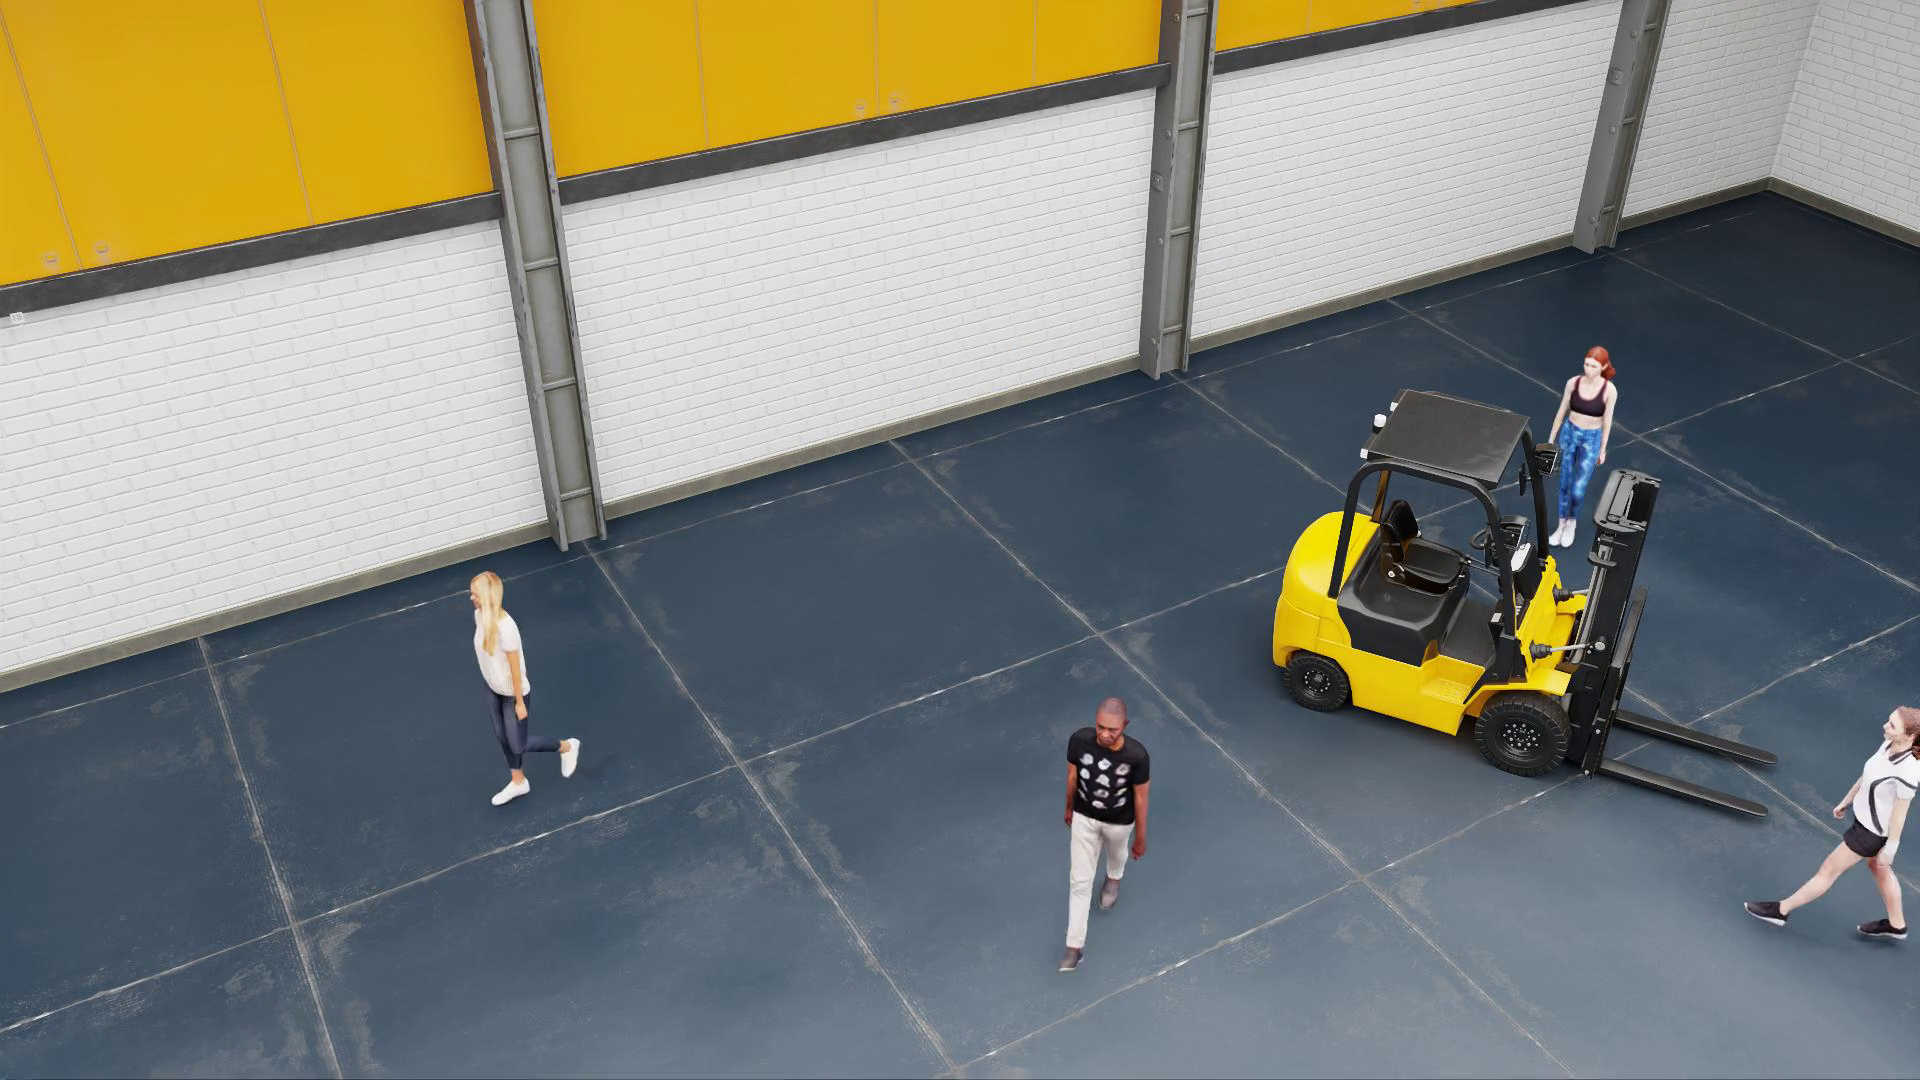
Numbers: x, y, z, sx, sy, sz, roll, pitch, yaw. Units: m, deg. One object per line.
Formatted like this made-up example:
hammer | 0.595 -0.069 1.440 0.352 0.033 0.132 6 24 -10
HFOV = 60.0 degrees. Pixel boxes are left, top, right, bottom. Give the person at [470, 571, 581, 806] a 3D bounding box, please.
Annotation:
person | -2.861 0.946 10.829 0.920 1.800 0.723 -27 42 -34

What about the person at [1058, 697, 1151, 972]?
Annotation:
person | 0.886 1.611 9.877 1.202 1.748 1.284 9 35 14

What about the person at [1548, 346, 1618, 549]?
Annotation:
person | 5.030 -0.776 13.440 0.713 1.780 0.761 23 40 30

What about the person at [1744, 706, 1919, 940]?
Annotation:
person | 5.450 1.714 9.768 1.173 1.696 1.102 8 34 12
